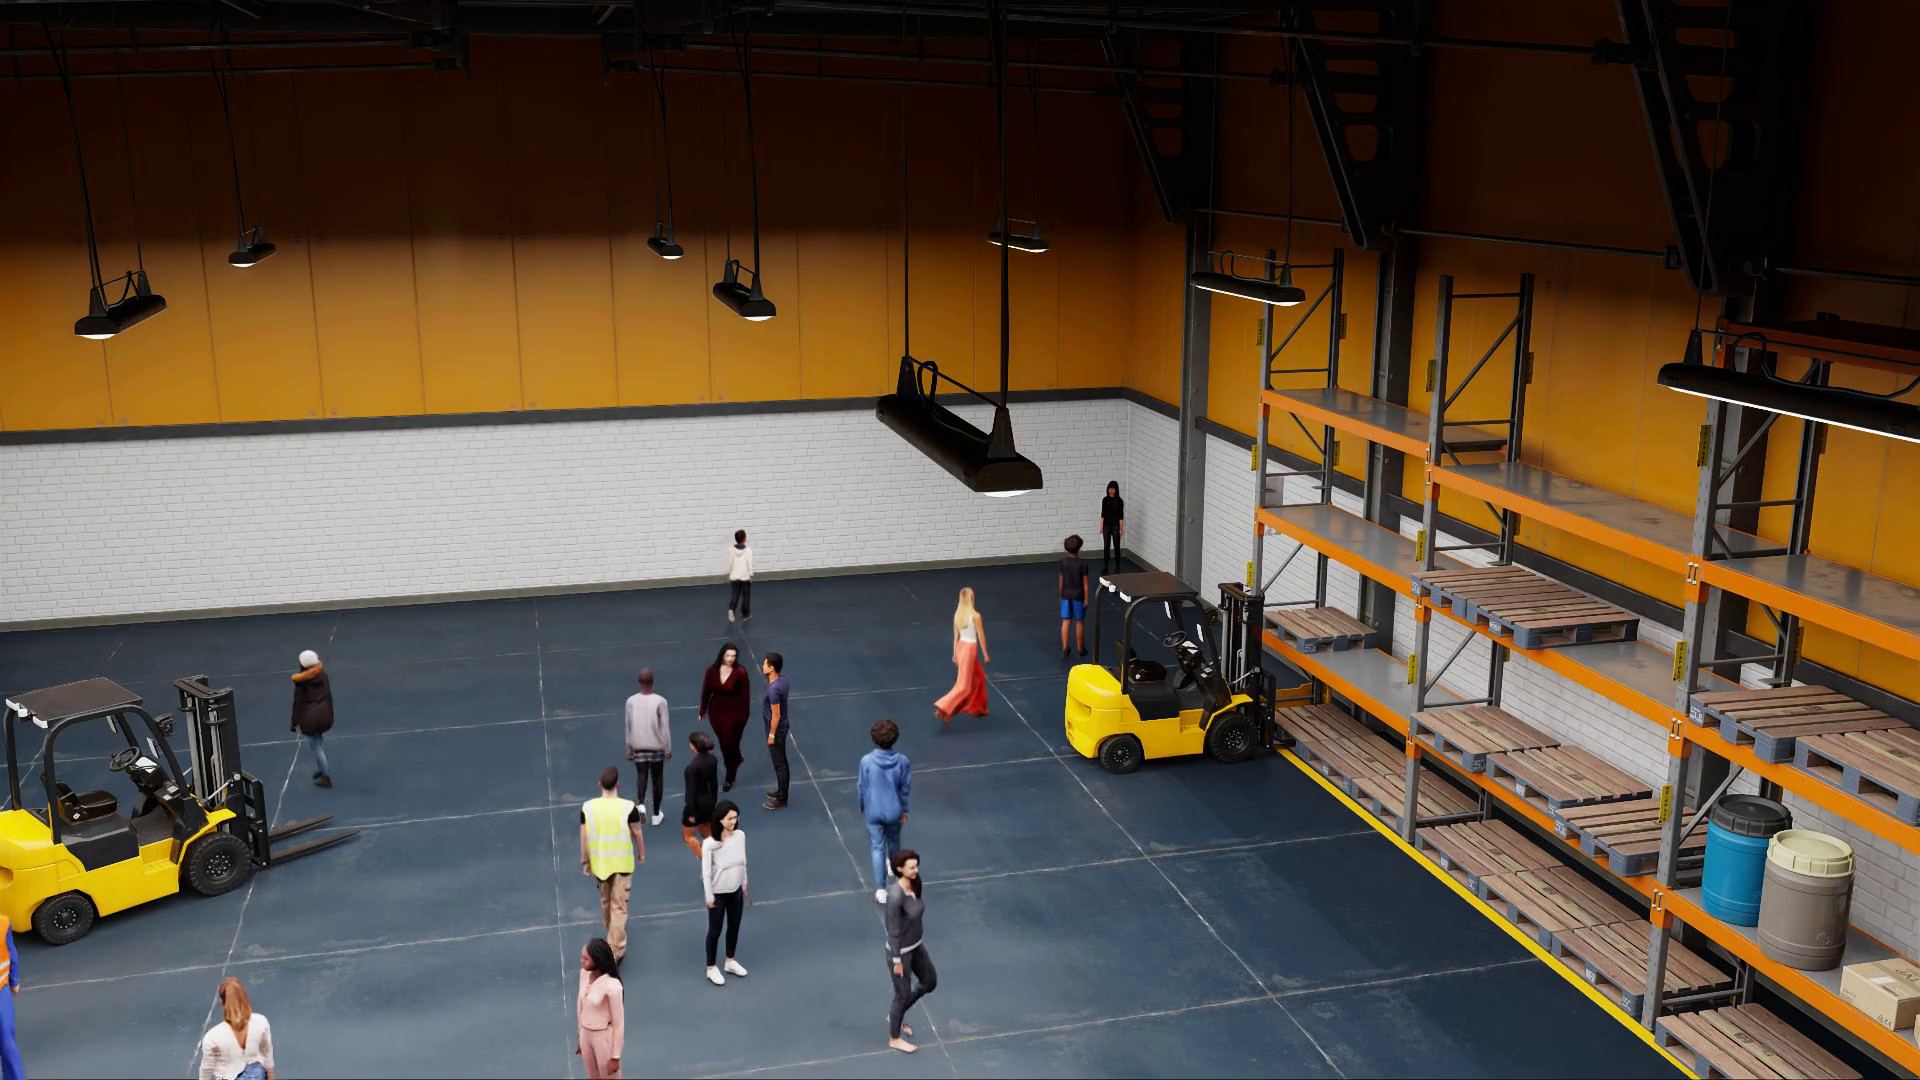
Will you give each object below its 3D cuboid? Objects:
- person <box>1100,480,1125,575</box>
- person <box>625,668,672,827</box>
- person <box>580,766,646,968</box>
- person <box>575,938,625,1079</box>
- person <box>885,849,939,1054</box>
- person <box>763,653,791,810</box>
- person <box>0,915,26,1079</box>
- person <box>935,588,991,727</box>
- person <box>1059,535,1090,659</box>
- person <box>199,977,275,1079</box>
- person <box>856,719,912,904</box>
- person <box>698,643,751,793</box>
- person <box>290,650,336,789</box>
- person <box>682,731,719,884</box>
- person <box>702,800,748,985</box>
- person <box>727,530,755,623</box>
[{"bbox_3d":[2.618,-0.228,28.563,0.637,1.641,0.682,6,15,24],"label":"person"},{"bbox_3d":[-3.400,2.274,17.983,0.775,1.758,0.882,2,14,7],"label":"person"},{"bbox_3d":[-3.141,2.971,15.020,0.881,1.797,1.235,0,14,-2],"label":"person"},{"bbox_3d":[-2.617,3.695,12.189,0.653,1.722,0.759,12,18,41],"label":"person"},{"bbox_3d":[-0.525,3.333,13.609,0.837,1.758,0.768,5,15,21],"label":"person"},{"bbox_3d":[-2.038,2.112,18.576,0.756,1.793,0.567,0,14,1],"label":"person"},{"bbox_3d":[-7.563,3.503,12.827,1.050,1.796,1.346,-11,17,-37],"label":"person"},{"bbox_3d":[0.031,1.515,21.091,0.985,1.770,1.186,-10,17,-37],"label":"person"},{"bbox_3d":[1.635,0.803,23.971,0.703,1.798,0.739,5,15,20],"label":"person"},{"bbox_3d":[-4.929,3.879,11.512,1.128,1.683,0.976,11,18,39],"label":"person"},{"bbox_3d":[-0.750,2.679,16.287,0.776,1.768,1.169,-2,14,-8],"label":"person"},{"bbox_3d":[-2.640,1.990,19.226,0.949,1.725,1.042,5,15,21],"label":"person"},{"bbox_3d":[-7.361,2.068,19.120,0.807,1.622,0.740,6,15,22],"label":"person"},{"bbox_3d":[-2.514,2.699,16.501,0.781,1.628,0.724,9,16,33],"label":"person"},{"bbox_3d":[-2.089,3.095,14.725,0.697,1.694,0.704,-12,18,-41],"label":"person"},{"bbox_3d":[-3.414,0.576,25.670,0.808,1.441,0.917,4,14,16],"label":"person"}]
